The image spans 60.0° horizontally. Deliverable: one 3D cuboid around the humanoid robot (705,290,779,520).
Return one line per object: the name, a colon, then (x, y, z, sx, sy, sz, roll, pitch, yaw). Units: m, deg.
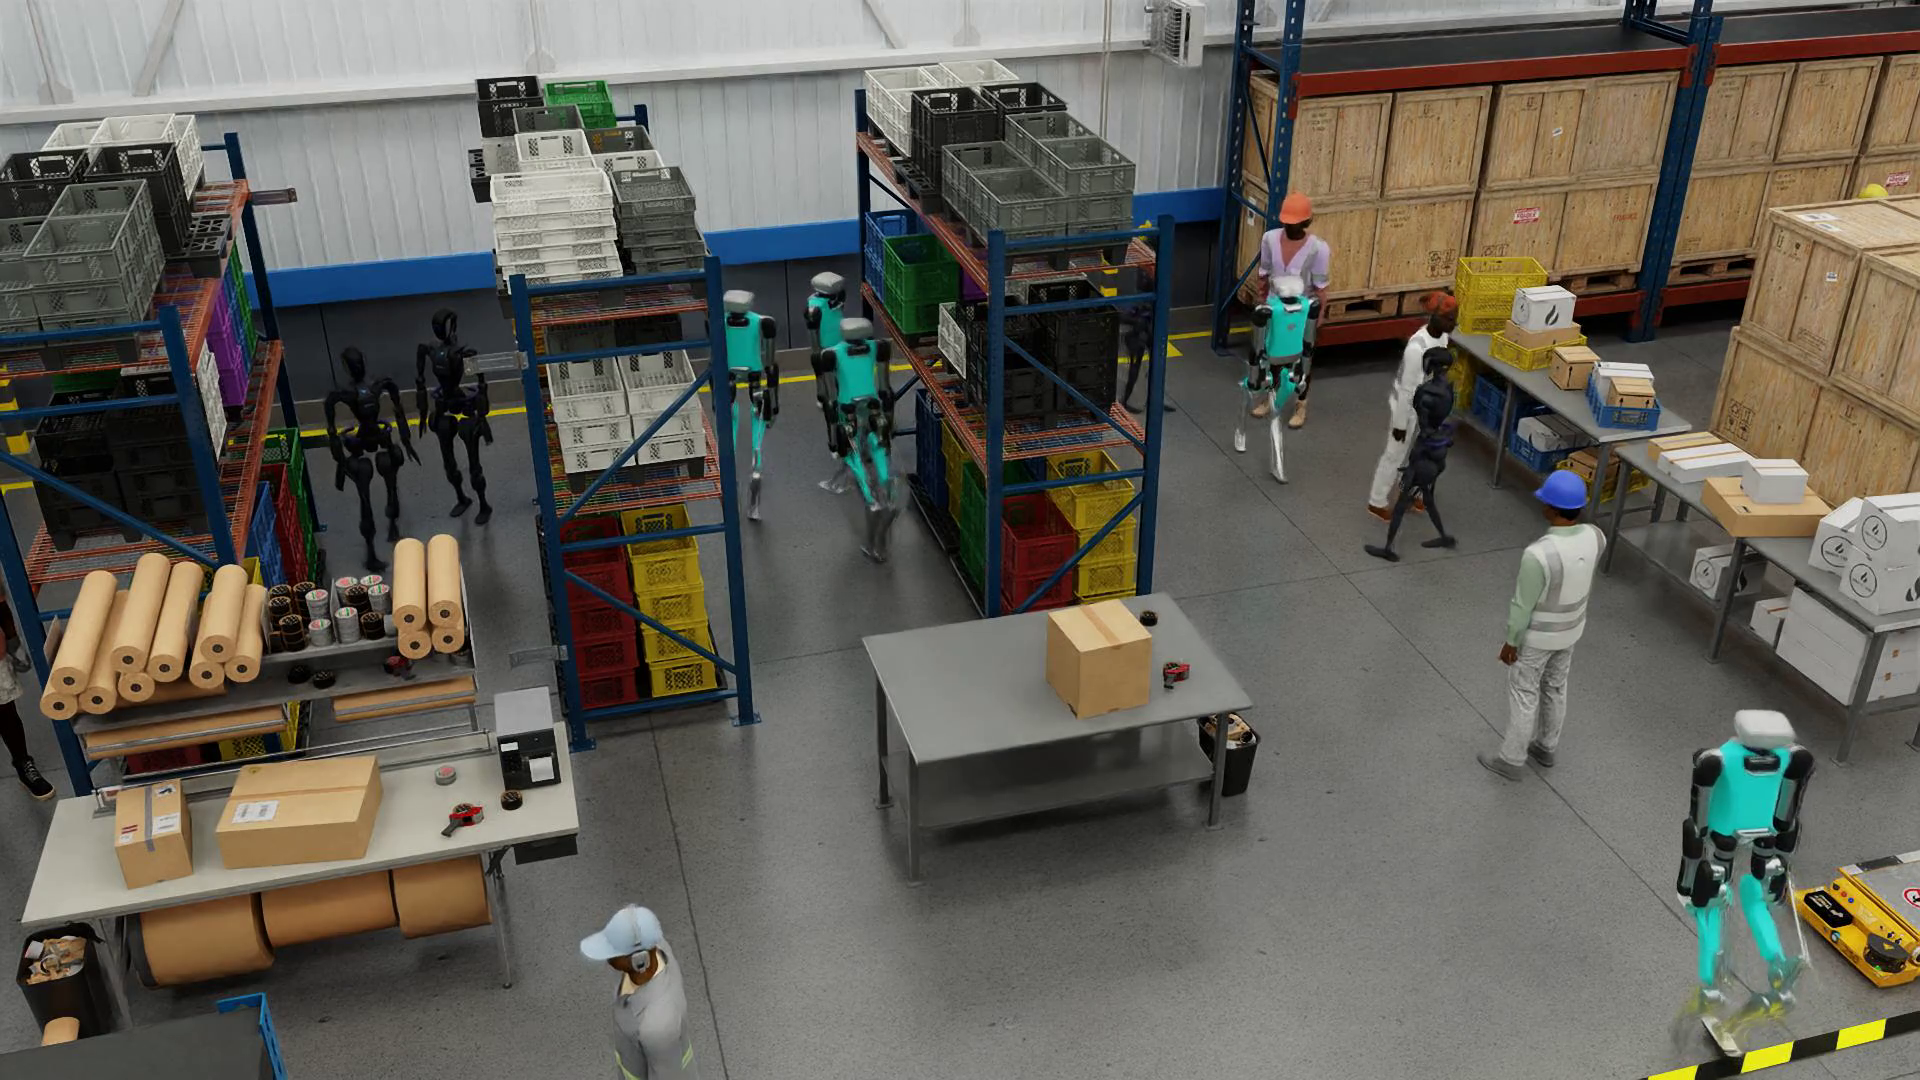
humanoid robot: (-1.624, -0.905, 12.298, 0.532, 1.803, 0.688, 3, 29, 5)

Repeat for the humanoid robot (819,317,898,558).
humanoid robot: (-0.621, -0.633, 11.812, 0.537, 1.793, 0.775, -13, 32, -23)

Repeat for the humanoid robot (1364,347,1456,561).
humanoid robot: (3.328, -0.642, 11.897, 0.595, 1.626, 0.601, 15, 32, 25)

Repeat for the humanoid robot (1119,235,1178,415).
humanoid robot: (1.601, -1.806, 13.998, 0.576, 1.634, 0.610, 14, 32, 24)

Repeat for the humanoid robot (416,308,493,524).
humanoid robot: (-3.754, -0.925, 12.367, 0.594, 1.657, 0.345, 5, 29, 9)

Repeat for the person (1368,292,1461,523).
person: (3.364, -0.962, 12.275, 0.513, 1.857, 0.595, 20, 35, 32)

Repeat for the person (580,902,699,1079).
person: (-1.222, 2.167, 6.575, 0.373, 1.853, 0.589, -9, 30, -15)

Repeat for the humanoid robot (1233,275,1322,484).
humanoid robot: (2.420, -1.385, 13.218, 0.568, 1.750, 1.020, -6, 29, -11)

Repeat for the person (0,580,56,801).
person: (-5.497, 0.658, 9.203, 0.368, 1.966, 0.600, 24, 37, 37)

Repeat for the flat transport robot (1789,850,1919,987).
flat transport robot: (5.163, 1.916, 8.676, 1.431, 0.231, 0.659, -8, 30, -14)

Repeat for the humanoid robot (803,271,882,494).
humanoid robot: (-0.812, -1.163, 12.747, 0.665, 1.787, 0.544, 10, 30, 18)

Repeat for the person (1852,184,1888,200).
person: (7.784, -2.210, 14.557, 0.591, 1.832, 0.404, -24, 37, -37)

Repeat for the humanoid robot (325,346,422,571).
humanoid robot: (-4.183, -0.612, 11.880, 0.616, 1.662, 0.664, -21, 35, -33)

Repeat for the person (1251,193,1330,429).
person: (2.721, -1.894, 13.801, 0.614, 2.026, 0.467, 21, 35, 34)

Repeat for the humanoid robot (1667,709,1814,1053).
humanoid robot: (3.600, 1.701, 7.586, 0.539, 1.817, 0.752, -2, 29, -4)

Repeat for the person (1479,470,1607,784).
person: (3.343, 0.495, 9.528, 0.611, 1.939, 0.412, -17, 33, -28)
